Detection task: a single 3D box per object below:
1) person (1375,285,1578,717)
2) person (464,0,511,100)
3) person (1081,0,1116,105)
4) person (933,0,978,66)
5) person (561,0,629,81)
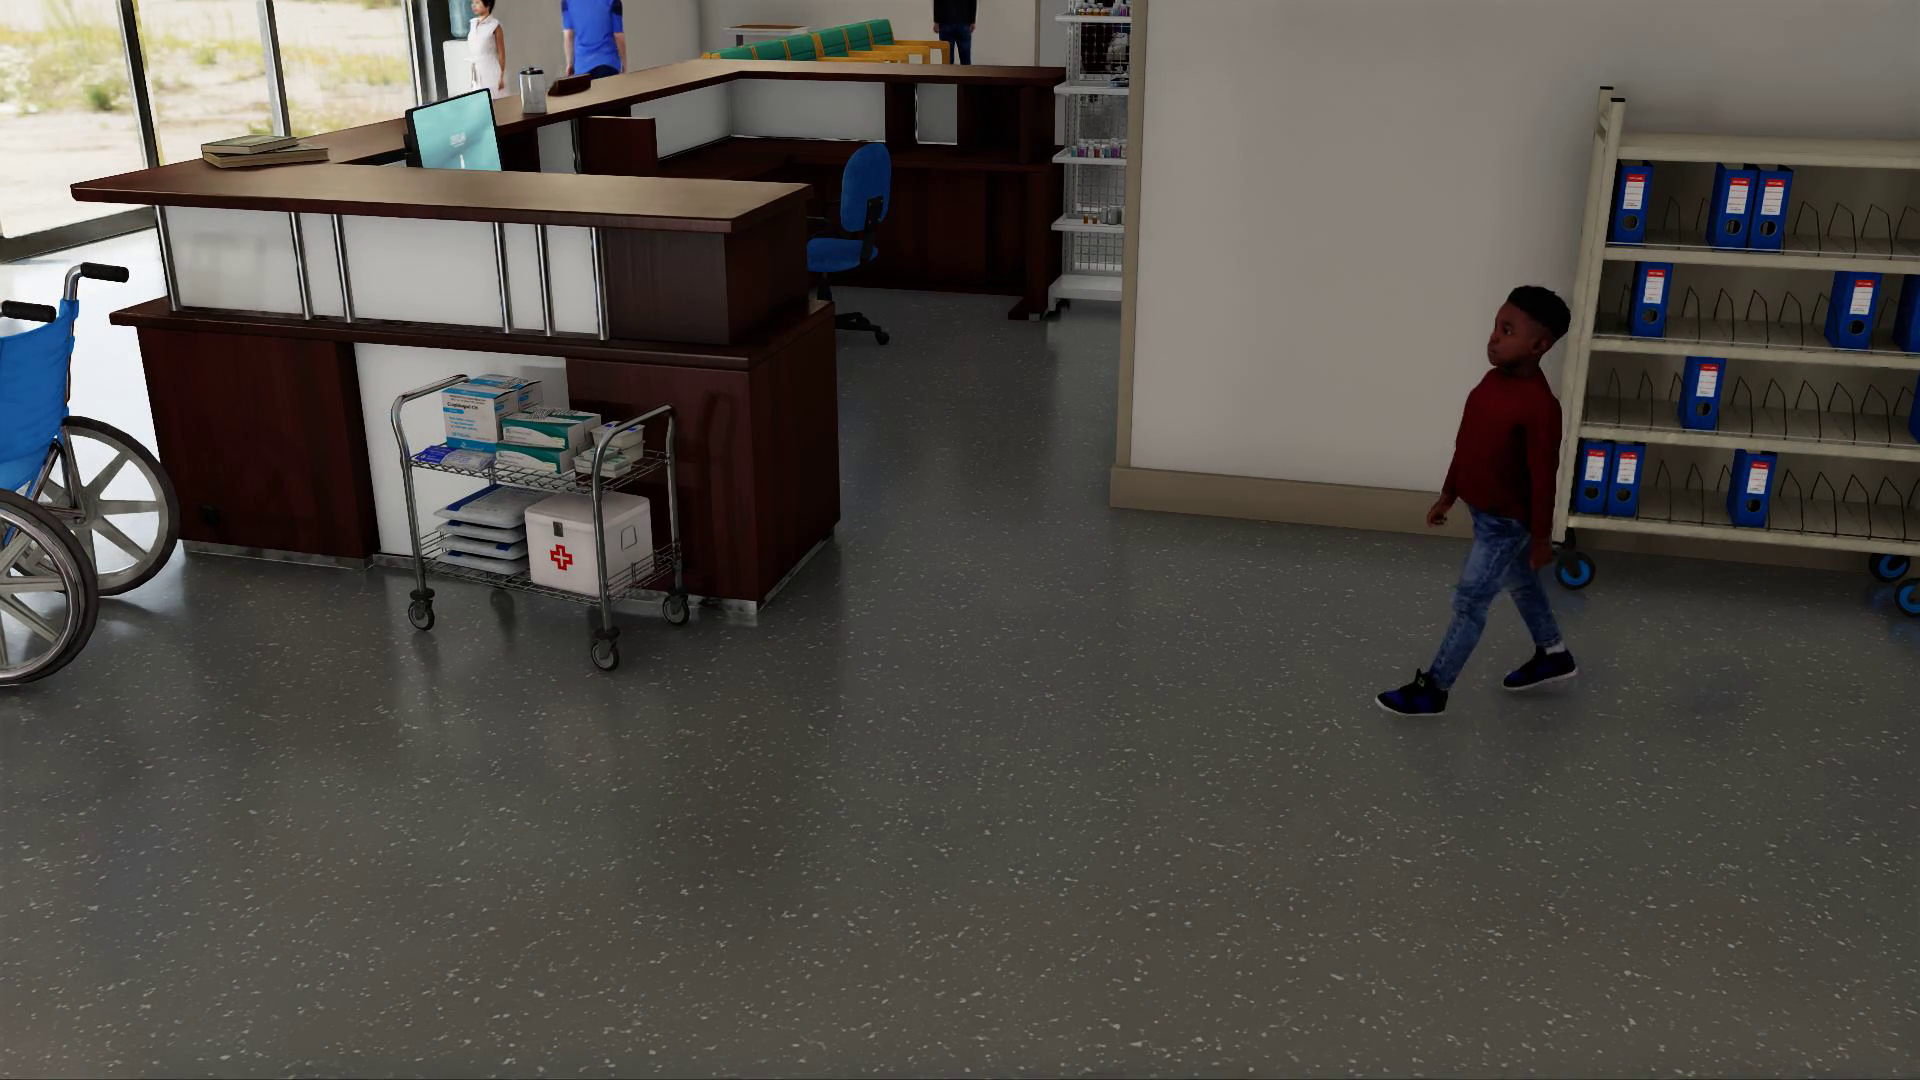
[{"bbox_3d":[1.584,-0.094,4.665,0.944,1.232,0.712,-2,21,-6],"label":"person"},{"bbox_3d":[-4.228,-4.158,14.940,0.536,1.555,0.668,12,24,28],"label":"person"},{"bbox_3d":[1.593,-5.998,19.578,1.029,1.711,0.788,7,22,18],"label":"person"},{"bbox_3d":[-0.058,-6.049,19.454,0.683,1.894,0.818,-4,21,-11],"label":"person"},{"bbox_3d":[-3.085,-3.952,14.050,1.164,1.801,0.812,3,21,7],"label":"person"}]
